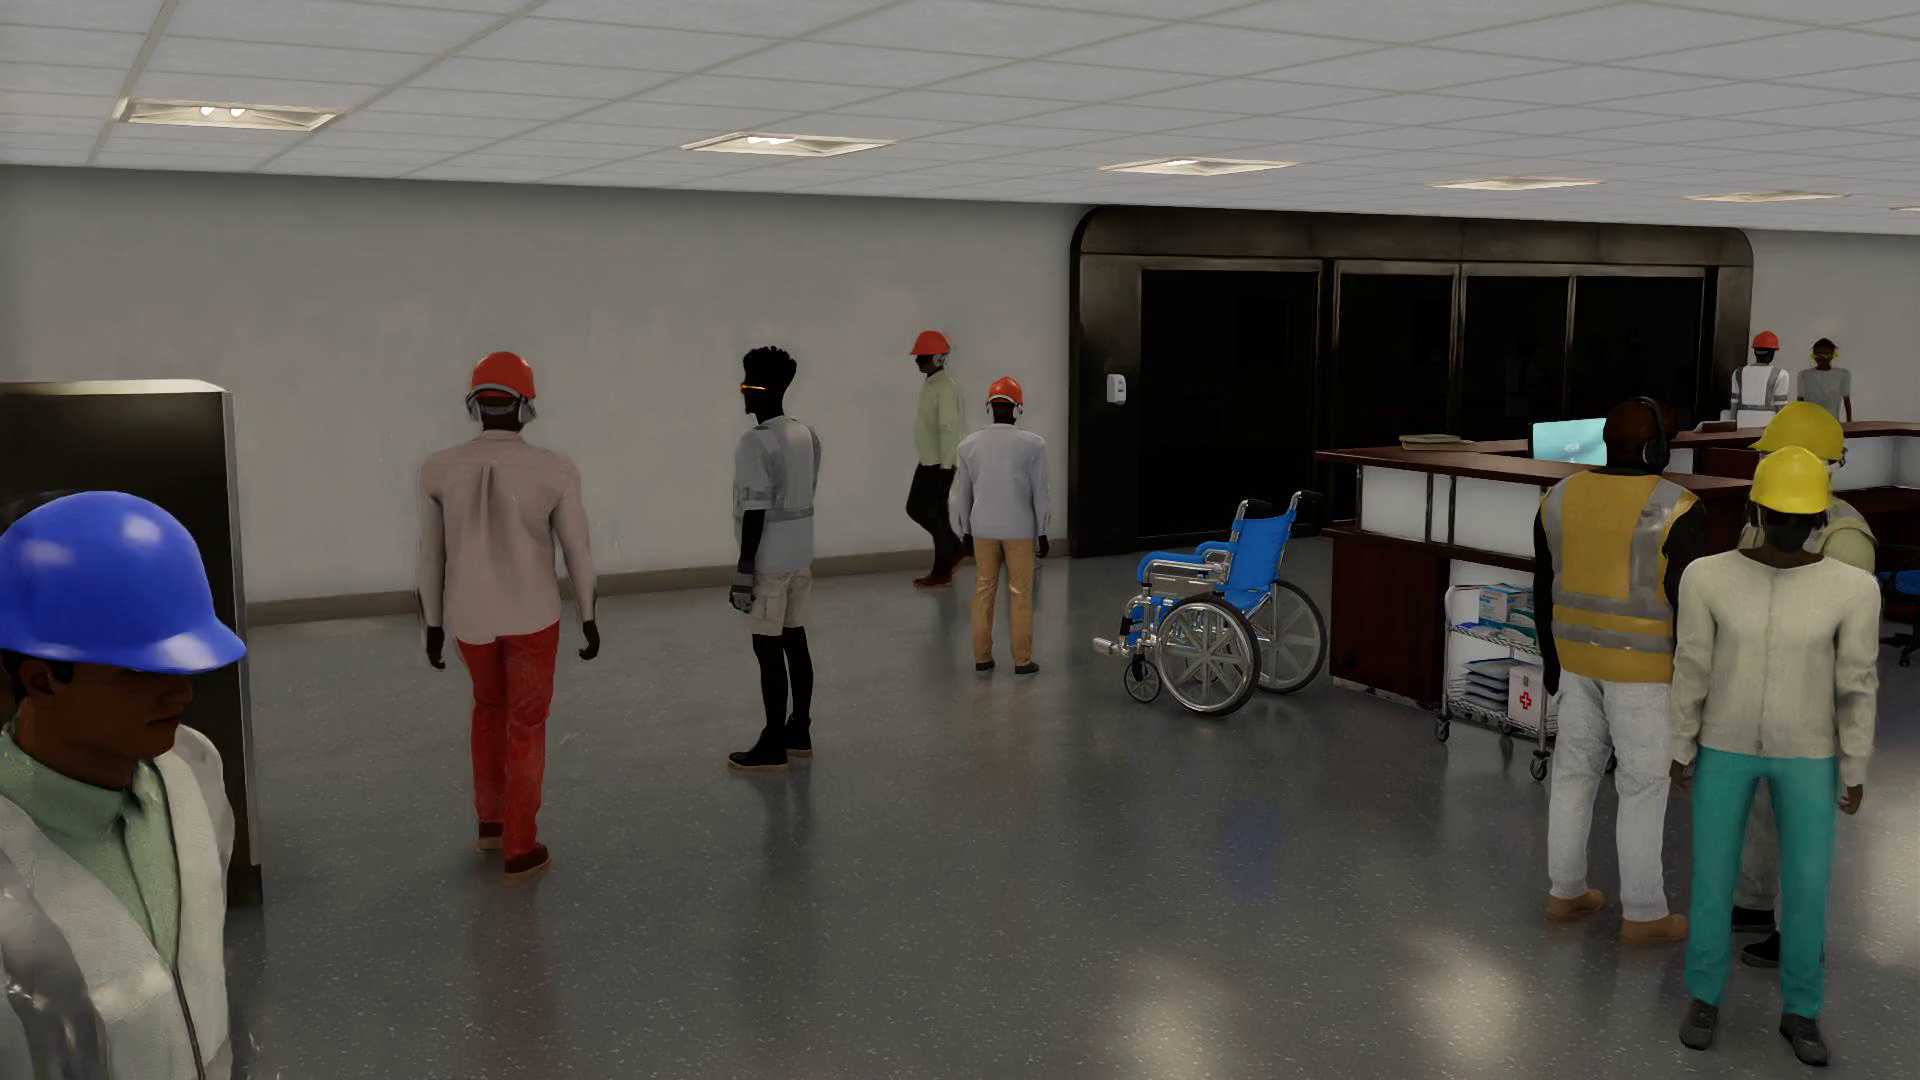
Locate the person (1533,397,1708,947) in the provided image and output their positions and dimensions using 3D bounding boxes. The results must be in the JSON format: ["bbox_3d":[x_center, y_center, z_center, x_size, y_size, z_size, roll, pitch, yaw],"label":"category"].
[{"bbox_3d":[2.253,0.436,5.643,0.429,1.841,0.634,-5,10,-34],"label":"person"}]

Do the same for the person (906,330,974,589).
[{"bbox_3d":[-0.174,-0.607,12.683,0.464,1.978,0.634,-2,8,-17],"label":"person"}]

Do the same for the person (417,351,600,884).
[{"bbox_3d":[-1.680,0.280,6.294,0.643,1.969,0.610,1,8,5],"label":"person"}]

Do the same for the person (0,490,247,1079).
[{"bbox_3d":[-1.092,0.887,2.066,0.543,1.923,0.651,1,8,7],"label":"person"}]

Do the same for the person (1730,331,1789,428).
[{"bbox_3d":[7.803,-1.071,16.243,0.388,1.928,0.546,-6,10,-39],"label":"person"}]

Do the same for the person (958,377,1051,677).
[{"bbox_3d":[0.266,-0.077,9.705,0.564,1.743,0.351,3,8,22],"label":"person"}]

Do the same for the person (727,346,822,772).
[{"bbox_3d":[-0.870,0.087,7.712,0.367,1.966,0.607,3,8,22],"label":"person"}]

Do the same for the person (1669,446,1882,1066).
[{"bbox_3d":[2.290,0.607,4.712,0.527,1.758,0.348,4,9,25],"label":"person"}]

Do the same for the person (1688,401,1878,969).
[{"bbox_3d":[2.691,0.465,5.446,0.403,1.837,0.591,-1,8,-5],"label":"person"}]

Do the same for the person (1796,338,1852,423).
[{"bbox_3d":[8.821,-1.134,16.995,0.576,1.843,0.449,4,9,29],"label":"person"}]
